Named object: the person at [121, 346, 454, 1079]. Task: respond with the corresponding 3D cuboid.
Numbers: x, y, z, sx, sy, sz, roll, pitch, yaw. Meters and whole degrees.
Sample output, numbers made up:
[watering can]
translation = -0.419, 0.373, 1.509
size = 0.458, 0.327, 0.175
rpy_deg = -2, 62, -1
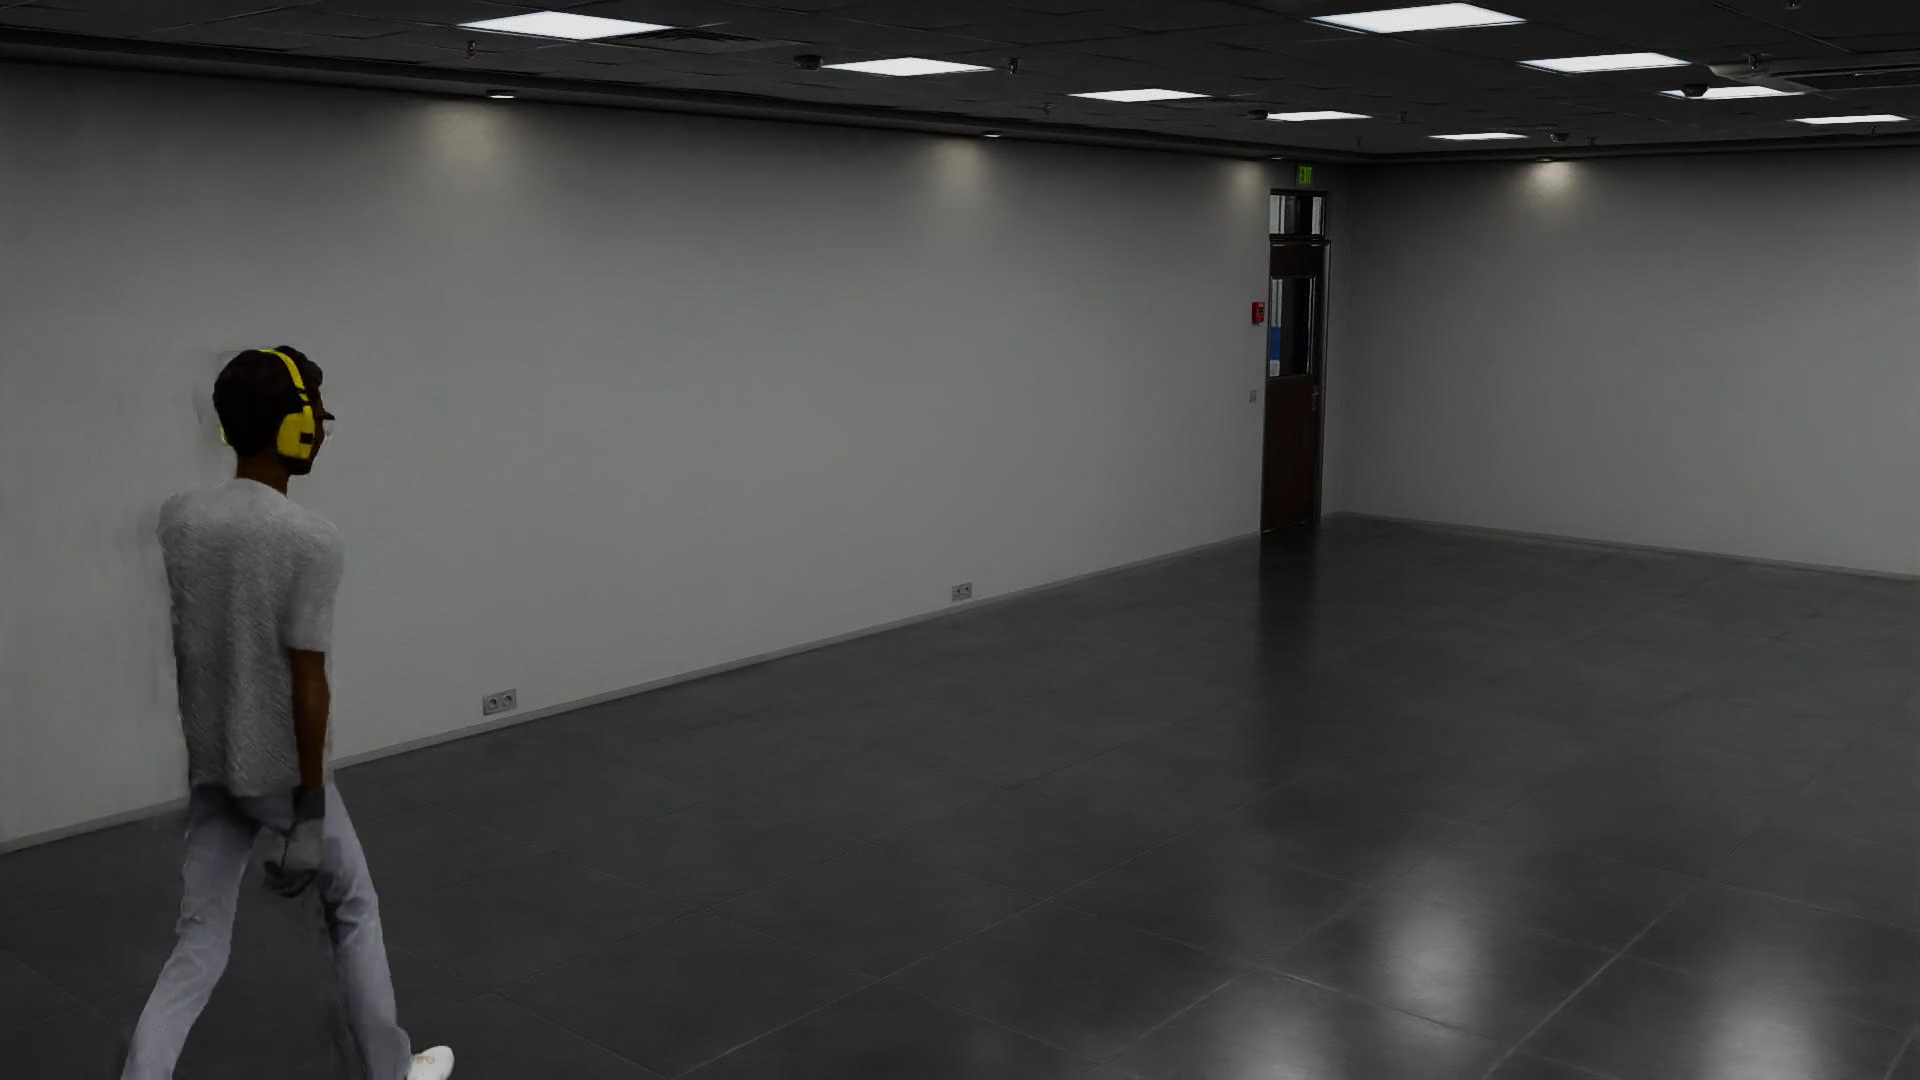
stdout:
[person]
translation = -1.514, 0.508, 3.527
size = 0.522, 1.824, 0.963
rpy_deg = 3, 10, 18
